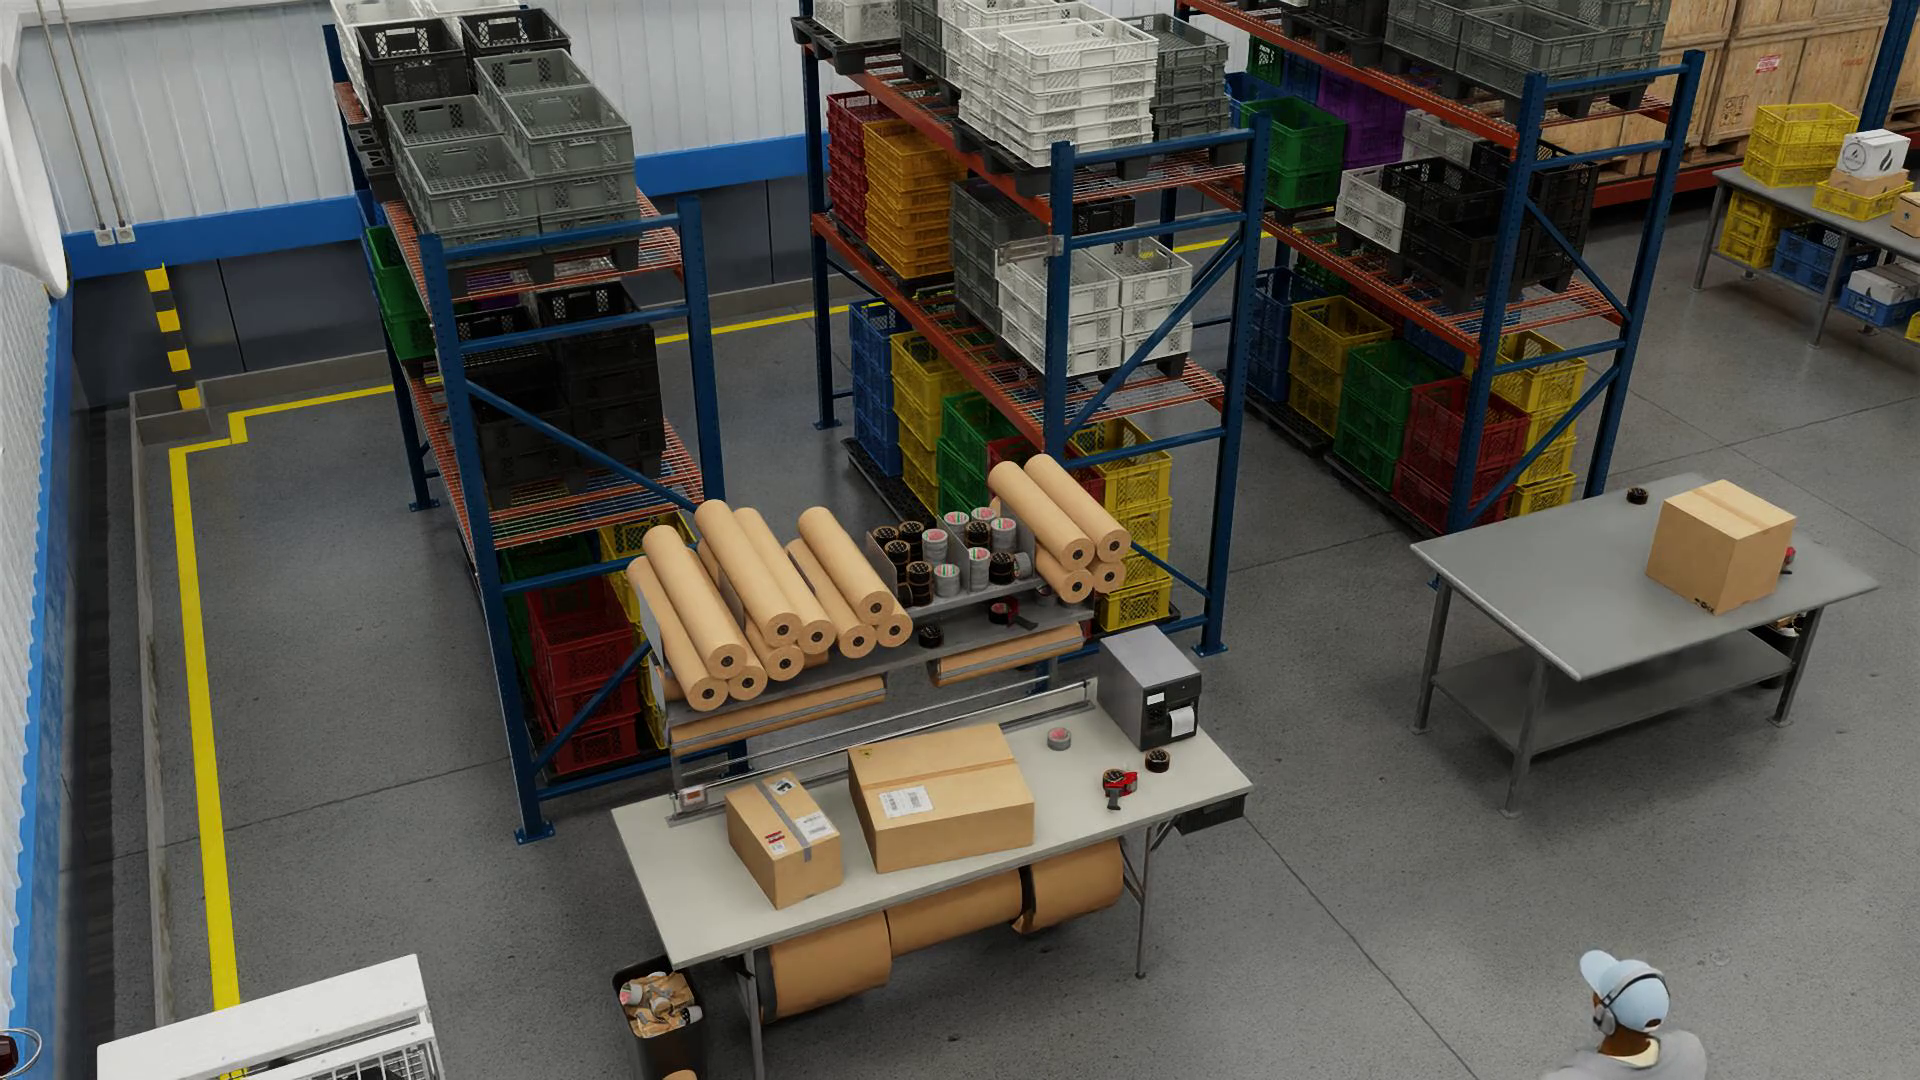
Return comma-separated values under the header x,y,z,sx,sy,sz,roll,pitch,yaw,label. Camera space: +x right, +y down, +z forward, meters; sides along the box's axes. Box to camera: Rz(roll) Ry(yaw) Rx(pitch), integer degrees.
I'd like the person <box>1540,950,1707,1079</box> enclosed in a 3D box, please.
x,y,z,sx,sy,sz,roll,pitch,yaw,label
1.936,2.006,5.202,0.589,1.852,0.399,-12,33,-18,person
